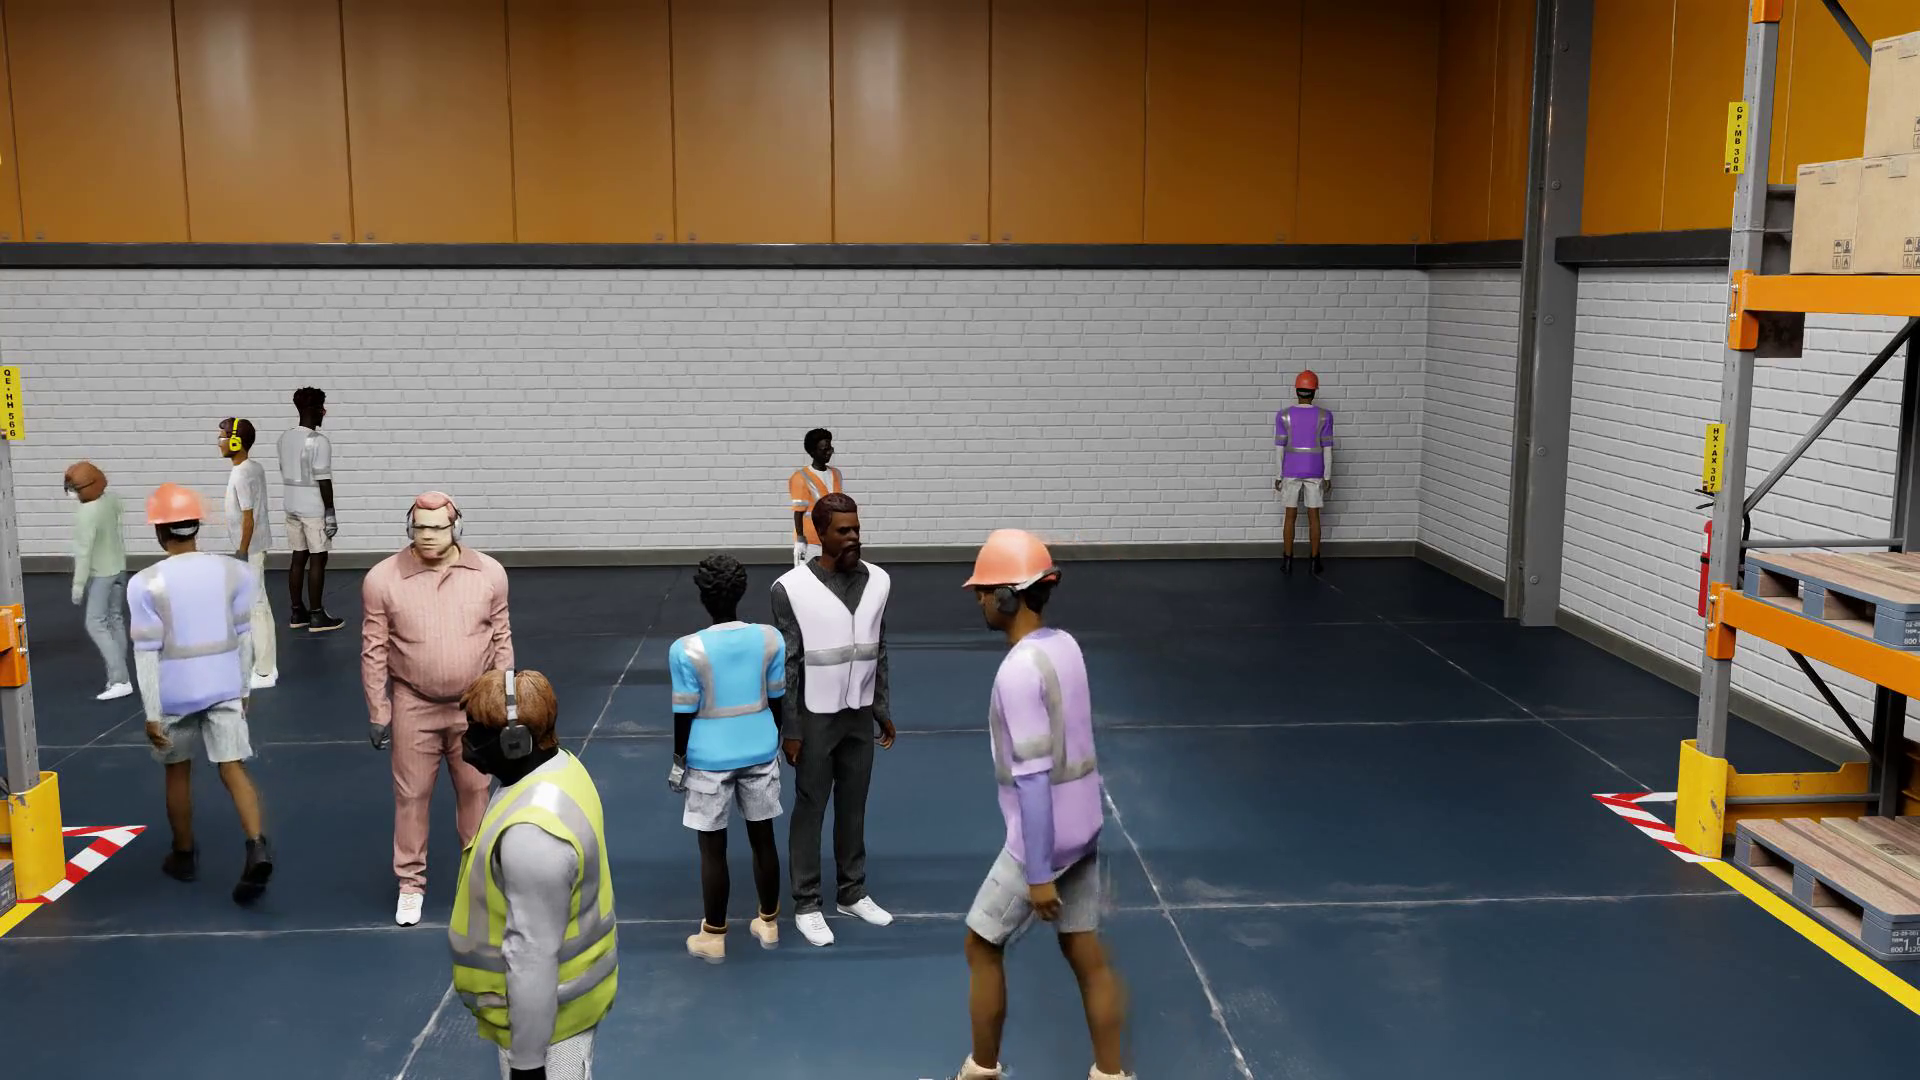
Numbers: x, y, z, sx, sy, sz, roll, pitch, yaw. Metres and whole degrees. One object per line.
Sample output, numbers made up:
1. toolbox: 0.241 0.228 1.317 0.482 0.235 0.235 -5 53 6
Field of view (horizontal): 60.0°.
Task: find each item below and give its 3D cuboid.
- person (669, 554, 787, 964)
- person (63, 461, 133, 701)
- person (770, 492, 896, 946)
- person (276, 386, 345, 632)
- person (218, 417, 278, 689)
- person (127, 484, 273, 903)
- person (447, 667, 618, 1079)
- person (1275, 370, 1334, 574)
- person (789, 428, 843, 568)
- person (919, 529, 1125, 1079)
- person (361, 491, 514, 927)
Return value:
1. person: -0.956 0.902 6.886 0.533 1.692 0.319 -6 11 -33
2. person: -5.760 0.264 11.164 0.339 1.614 0.597 -1 9 -4
3. person: -0.539 0.746 7.152 0.591 1.922 0.392 -8 12 -42
4. person: -5.190 -0.249 13.293 0.607 1.958 0.379 6 11 35
5. person: -4.899 0.092 11.409 0.328 1.874 0.521 -2 9 -13
6. person: -3.437 0.700 7.561 0.543 1.904 0.883 -8 12 -41
7. person: -1.119 1.232 4.395 0.431 1.835 0.624 -2 9 -11
8. person: 3.266 -0.643 15.821 0.549 1.937 0.358 2 9 12
9. person: -1.058 0.003 12.515 0.320 1.697 0.531 7 11 37
10. person: 0.203 0.964 5.523 0.865 1.995 0.619 4 10 24
11. person: -2.271 0.729 7.307 0.652 1.904 0.402 -4 10 -26
